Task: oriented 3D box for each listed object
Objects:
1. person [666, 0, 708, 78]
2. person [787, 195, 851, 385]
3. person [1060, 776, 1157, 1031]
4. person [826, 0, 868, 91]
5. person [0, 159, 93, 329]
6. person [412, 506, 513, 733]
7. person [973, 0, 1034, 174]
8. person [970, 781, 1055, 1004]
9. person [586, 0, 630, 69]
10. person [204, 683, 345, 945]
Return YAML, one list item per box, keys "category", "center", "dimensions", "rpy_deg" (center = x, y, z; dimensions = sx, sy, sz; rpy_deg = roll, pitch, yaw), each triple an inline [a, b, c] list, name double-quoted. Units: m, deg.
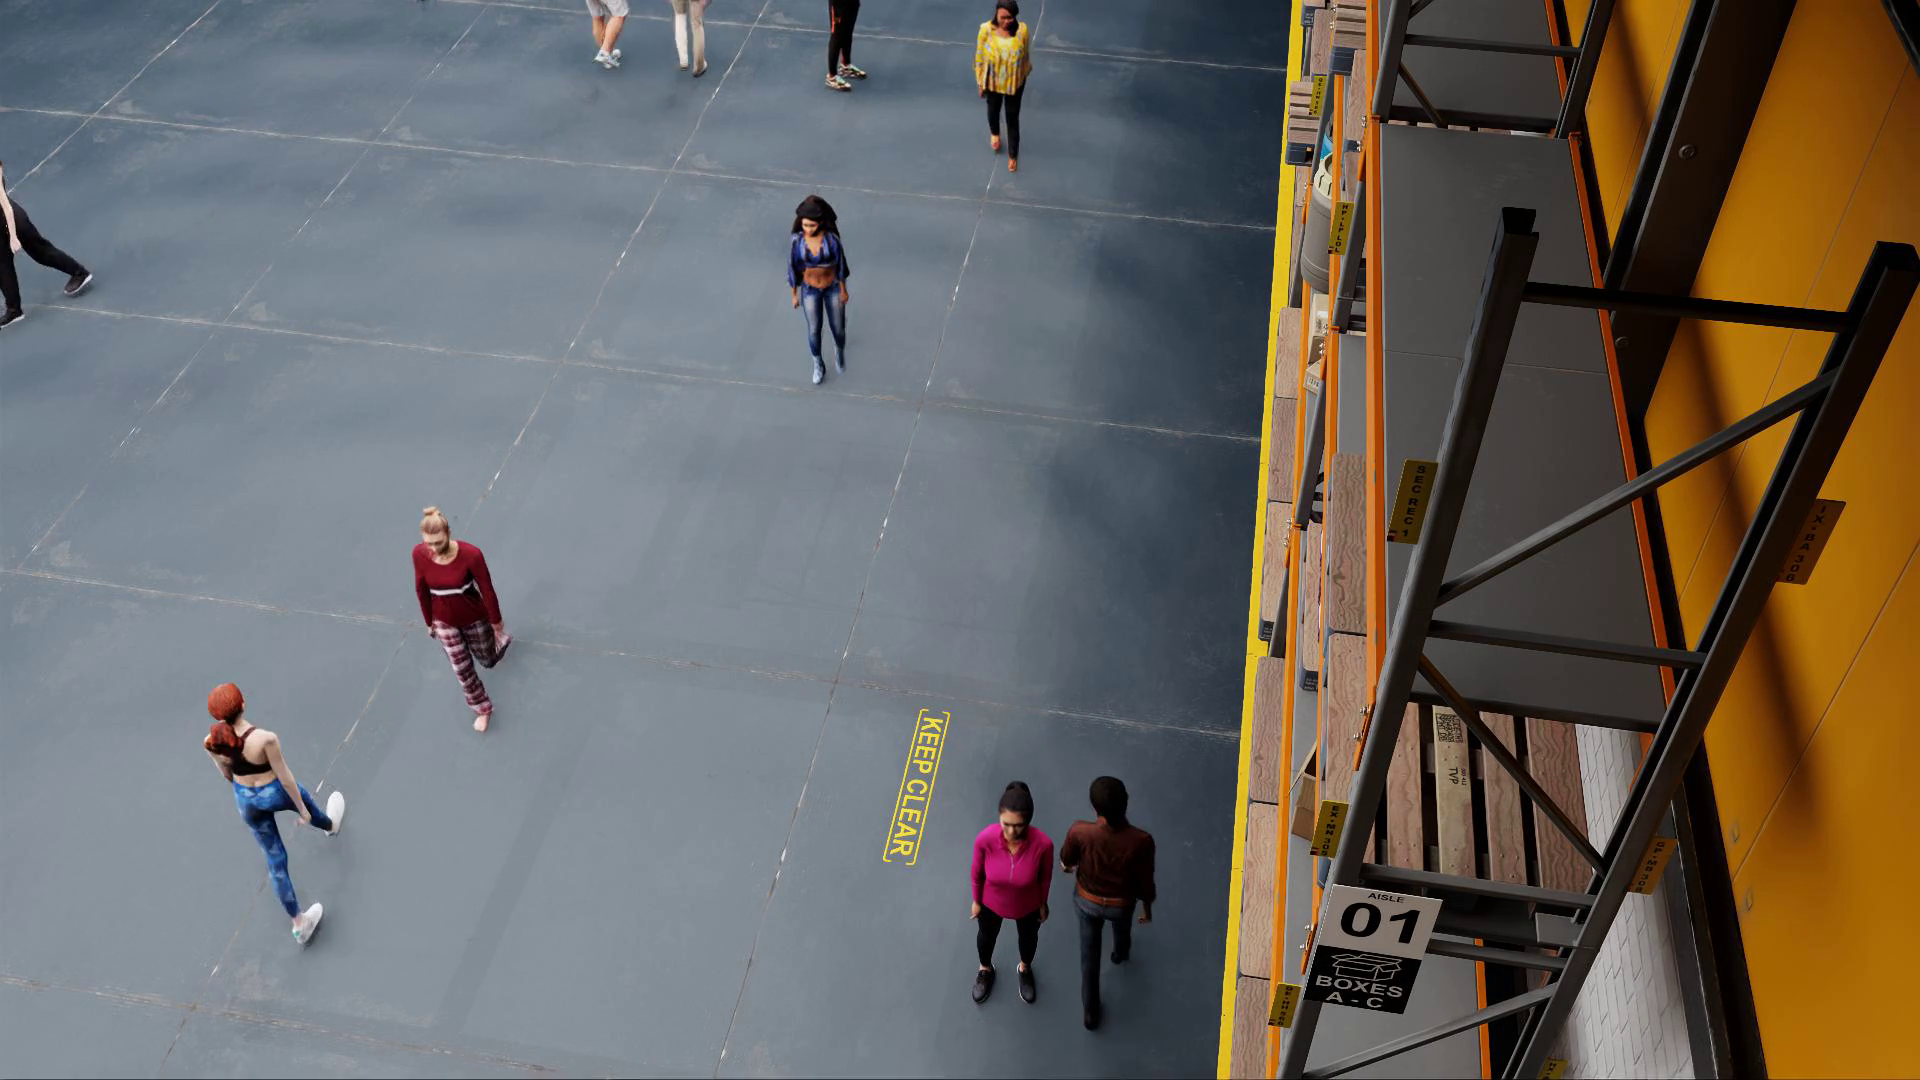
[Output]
- category: "person"
  center: [-2.718, -5.416, 16.416]
  dimensions: [0.663, 1.841, 0.604]
  rpy_deg: [5, 44, 5]
- category: "person"
  center: [-1.080, -1.973, 12.962]
  dimensions: [0.682, 1.619, 0.645]
  rpy_deg: [1, 44, 1]
- category: "person"
  center: [0.757, 1.970, 8.737]
  dimensions: [0.699, 1.738, 0.922]
  rpy_deg: [4, 44, 5]
- category: "person"
  center: [-1.164, -5.340, 16.363]
  dimensions: [0.743, 1.804, 0.596]
  rpy_deg: [20, 47, 20]
- category: "person"
  center: [-7.672, -2.632, 13.595]
  dimensions: [0.885, 1.701, 1.211]
  rpy_deg: [24, 48, 23]
- category: "person"
  center: [-3.102, 0.425, 10.401]
  dimensions: [0.756, 1.680, 0.952]
  rpy_deg: [-2, 44, -2]
- category: "person"
  center: [0.383, -4.274, 15.383]
  dimensions: [0.854, 1.612, 1.101]
  rpy_deg: [-2, 44, -2]
- category: "person"
  center: [0.271, 1.892, 8.855]
  dimensions: [0.607, 1.698, 0.601]
  rpy_deg: [2, 44, 2]
- category: "person"
  center: [-3.639, -5.509, 16.508]
  dimensions: [0.767, 1.848, 0.822]
  rpy_deg: [14, 45, 14]
- category: "person"
  center: [-3.835, 1.547, 9.192]
  dimensions: [0.795, 1.733, 1.257]
  rpy_deg: [-2, 44, -2]
